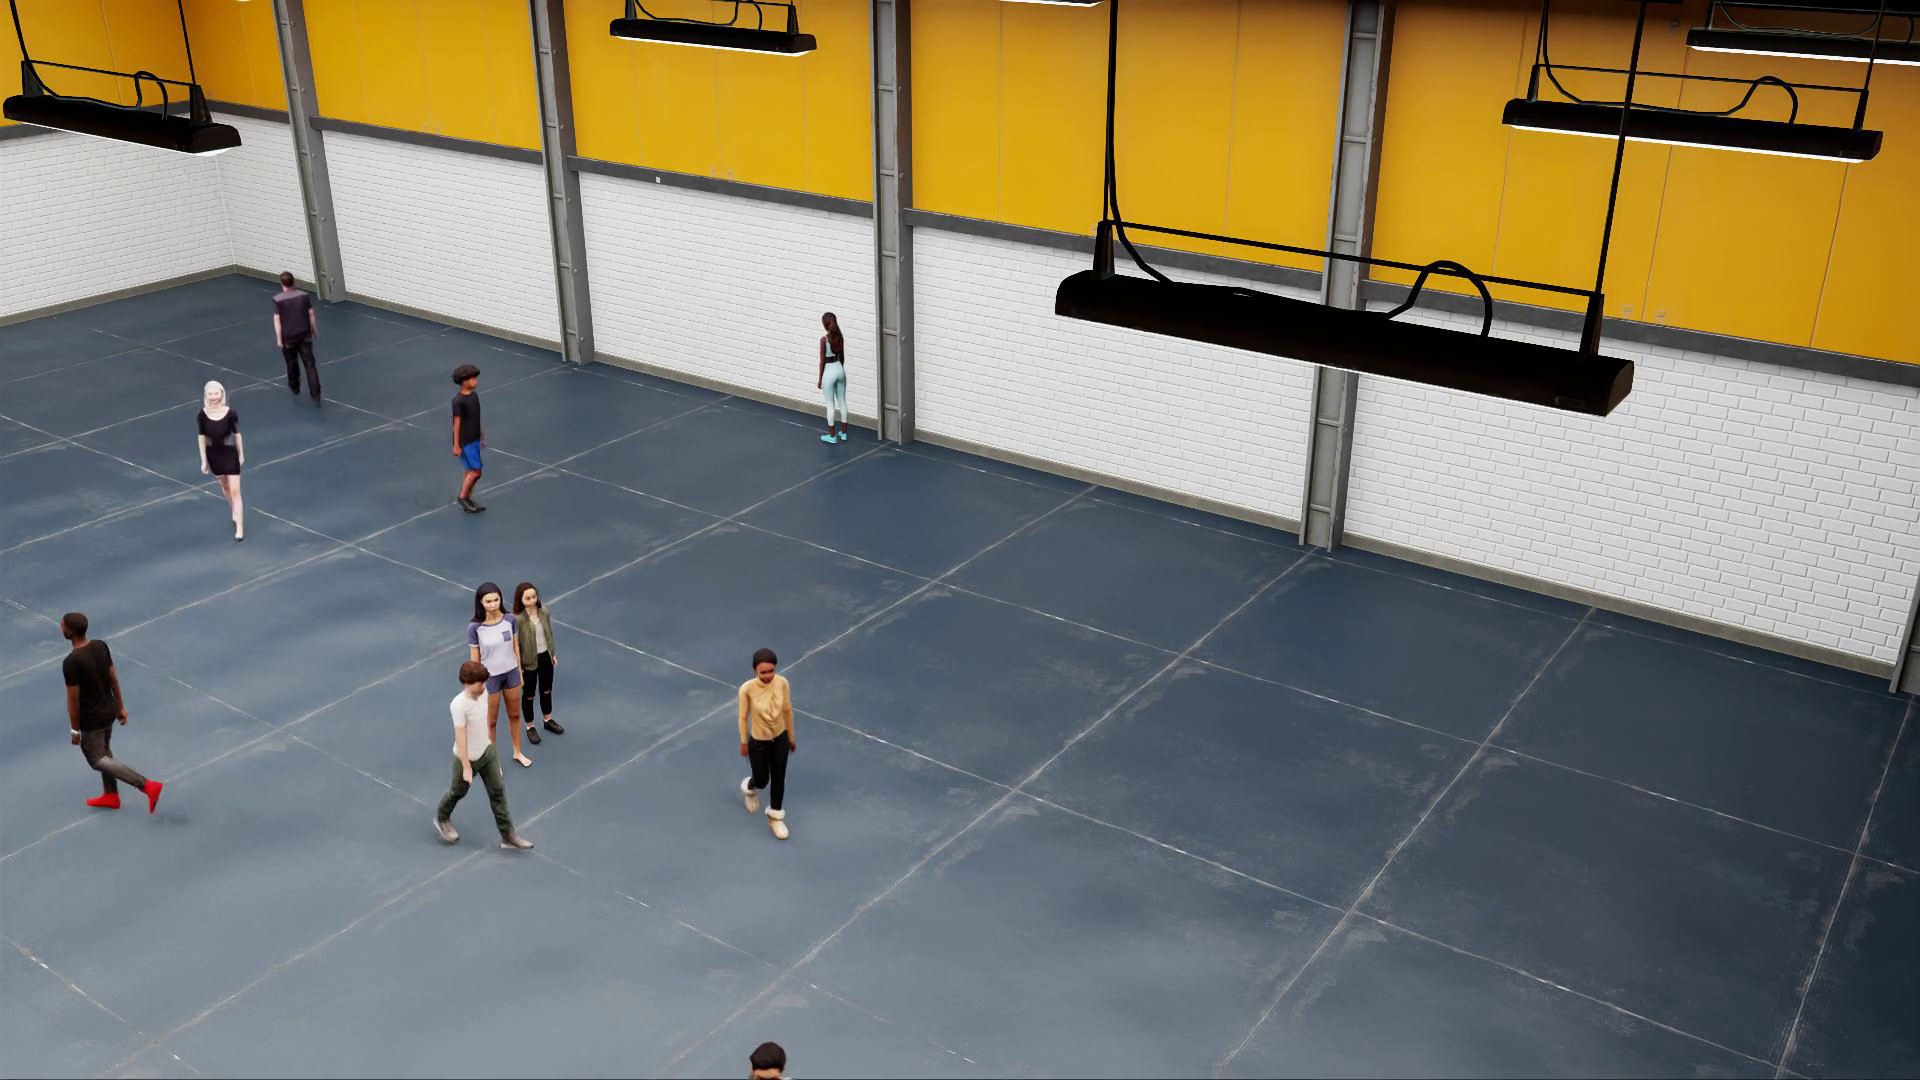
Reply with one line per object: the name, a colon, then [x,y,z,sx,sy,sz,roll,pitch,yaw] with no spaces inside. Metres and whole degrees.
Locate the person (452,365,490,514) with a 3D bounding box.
person: [-5.809,-1.167,19.356,0.736,1.777,0.730,7,25,16]

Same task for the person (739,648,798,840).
person: [-1.562,1.565,13.270,0.806,1.645,0.926,-11,26,-24]

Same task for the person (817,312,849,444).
person: [-1.646,-2.115,21.588,0.614,1.726,0.607,-19,30,-36]

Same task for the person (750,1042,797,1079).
person: [-1.027,3.406,8.971,0.676,1.717,0.664,-14,27,-29]

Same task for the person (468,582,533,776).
person: [-3.911,1.155,14.096,0.643,1.734,0.614,-17,29,-33]

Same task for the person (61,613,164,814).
person: [-6.870,1.434,13.395,1.118,1.785,0.940,3,24,7]

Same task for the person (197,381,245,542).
person: [-8.317,-0.915,18.778,1.077,1.777,1.208,-6,24,-14]

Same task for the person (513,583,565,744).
person: [-3.747,1.057,14.643,0.546,1.476,0.601,20,31,38]

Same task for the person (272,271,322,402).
person: [-9.133,-2.766,22.982,1.019,1.803,1.320,-16,28,-32]

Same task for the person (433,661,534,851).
person: [-3.876,1.688,13.021,1.194,1.618,0.766,11,26,23]
